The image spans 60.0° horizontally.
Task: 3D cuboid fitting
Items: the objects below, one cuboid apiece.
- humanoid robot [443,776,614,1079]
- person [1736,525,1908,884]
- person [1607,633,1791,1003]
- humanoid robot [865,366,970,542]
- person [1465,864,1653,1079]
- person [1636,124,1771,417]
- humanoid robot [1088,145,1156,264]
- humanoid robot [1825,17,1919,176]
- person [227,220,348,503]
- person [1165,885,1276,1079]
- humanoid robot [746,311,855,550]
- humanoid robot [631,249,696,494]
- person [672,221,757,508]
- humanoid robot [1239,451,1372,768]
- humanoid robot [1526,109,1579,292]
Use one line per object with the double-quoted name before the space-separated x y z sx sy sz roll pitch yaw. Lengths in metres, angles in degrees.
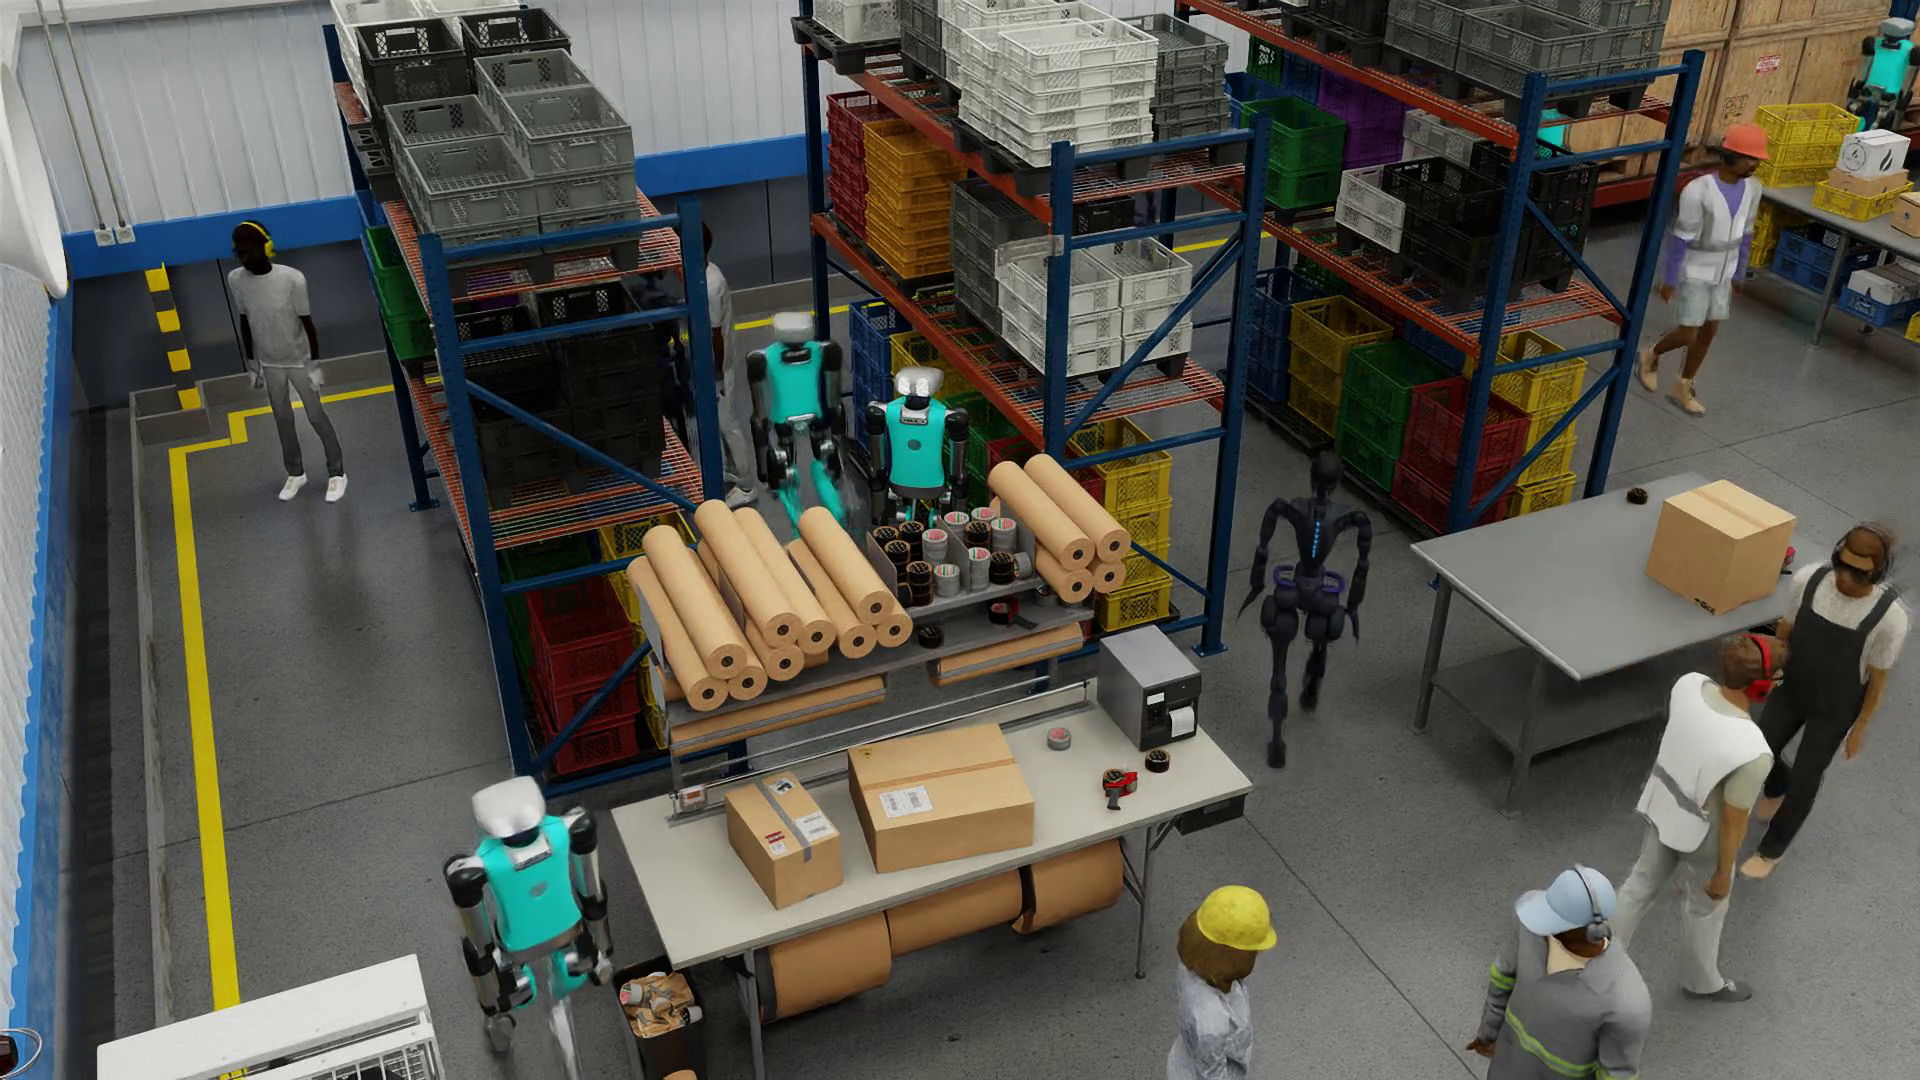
"humanoid robot" -1.677 1.457 6.235 0.555 1.789 0.927 -21 37 -30
"person" 3.788 0.701 7.340 0.493 1.834 0.504 -23 38 -32
"person" 2.976 1.137 6.654 0.592 1.834 0.568 -6 32 -10
"humanoid robot" -0.185 -0.244 8.839 0.533 1.677 0.735 4 32 7
"person" 1.930 1.788 5.562 0.407 1.846 0.588 -13 34 -20
"person" 5.041 -1.813 11.239 0.641 2.019 0.494 -10 33 -15
"humanoid robot" 1.170 -2.197 12.200 0.616 1.642 0.329 13 34 20
"humanoid robot" 7.733 -3.531 14.345 0.703 1.835 0.540 -20 37 -29
"person" -4.150 -1.086 10.222 0.493 1.861 0.321 3 32 4
"person" 0.838 1.836 5.587 0.305 1.737 0.483 1 32 2
"humanoid robot" -0.818 -0.327 9.109 0.544 1.738 0.965 -10 33 -16
"humanoid robot" -1.858 -1.000 10.258 0.369 1.645 0.598 -22 38 -32
"person" -1.518 -1.088 10.233 0.362 1.856 0.527 -10 33 -16
"humanoid robot" 1.691 0.279 8.211 0.599 1.630 0.775 7 32 11
"humanoid robot" 4.678 -2.683 12.975 0.547 1.748 1.063 -22 38 -31
